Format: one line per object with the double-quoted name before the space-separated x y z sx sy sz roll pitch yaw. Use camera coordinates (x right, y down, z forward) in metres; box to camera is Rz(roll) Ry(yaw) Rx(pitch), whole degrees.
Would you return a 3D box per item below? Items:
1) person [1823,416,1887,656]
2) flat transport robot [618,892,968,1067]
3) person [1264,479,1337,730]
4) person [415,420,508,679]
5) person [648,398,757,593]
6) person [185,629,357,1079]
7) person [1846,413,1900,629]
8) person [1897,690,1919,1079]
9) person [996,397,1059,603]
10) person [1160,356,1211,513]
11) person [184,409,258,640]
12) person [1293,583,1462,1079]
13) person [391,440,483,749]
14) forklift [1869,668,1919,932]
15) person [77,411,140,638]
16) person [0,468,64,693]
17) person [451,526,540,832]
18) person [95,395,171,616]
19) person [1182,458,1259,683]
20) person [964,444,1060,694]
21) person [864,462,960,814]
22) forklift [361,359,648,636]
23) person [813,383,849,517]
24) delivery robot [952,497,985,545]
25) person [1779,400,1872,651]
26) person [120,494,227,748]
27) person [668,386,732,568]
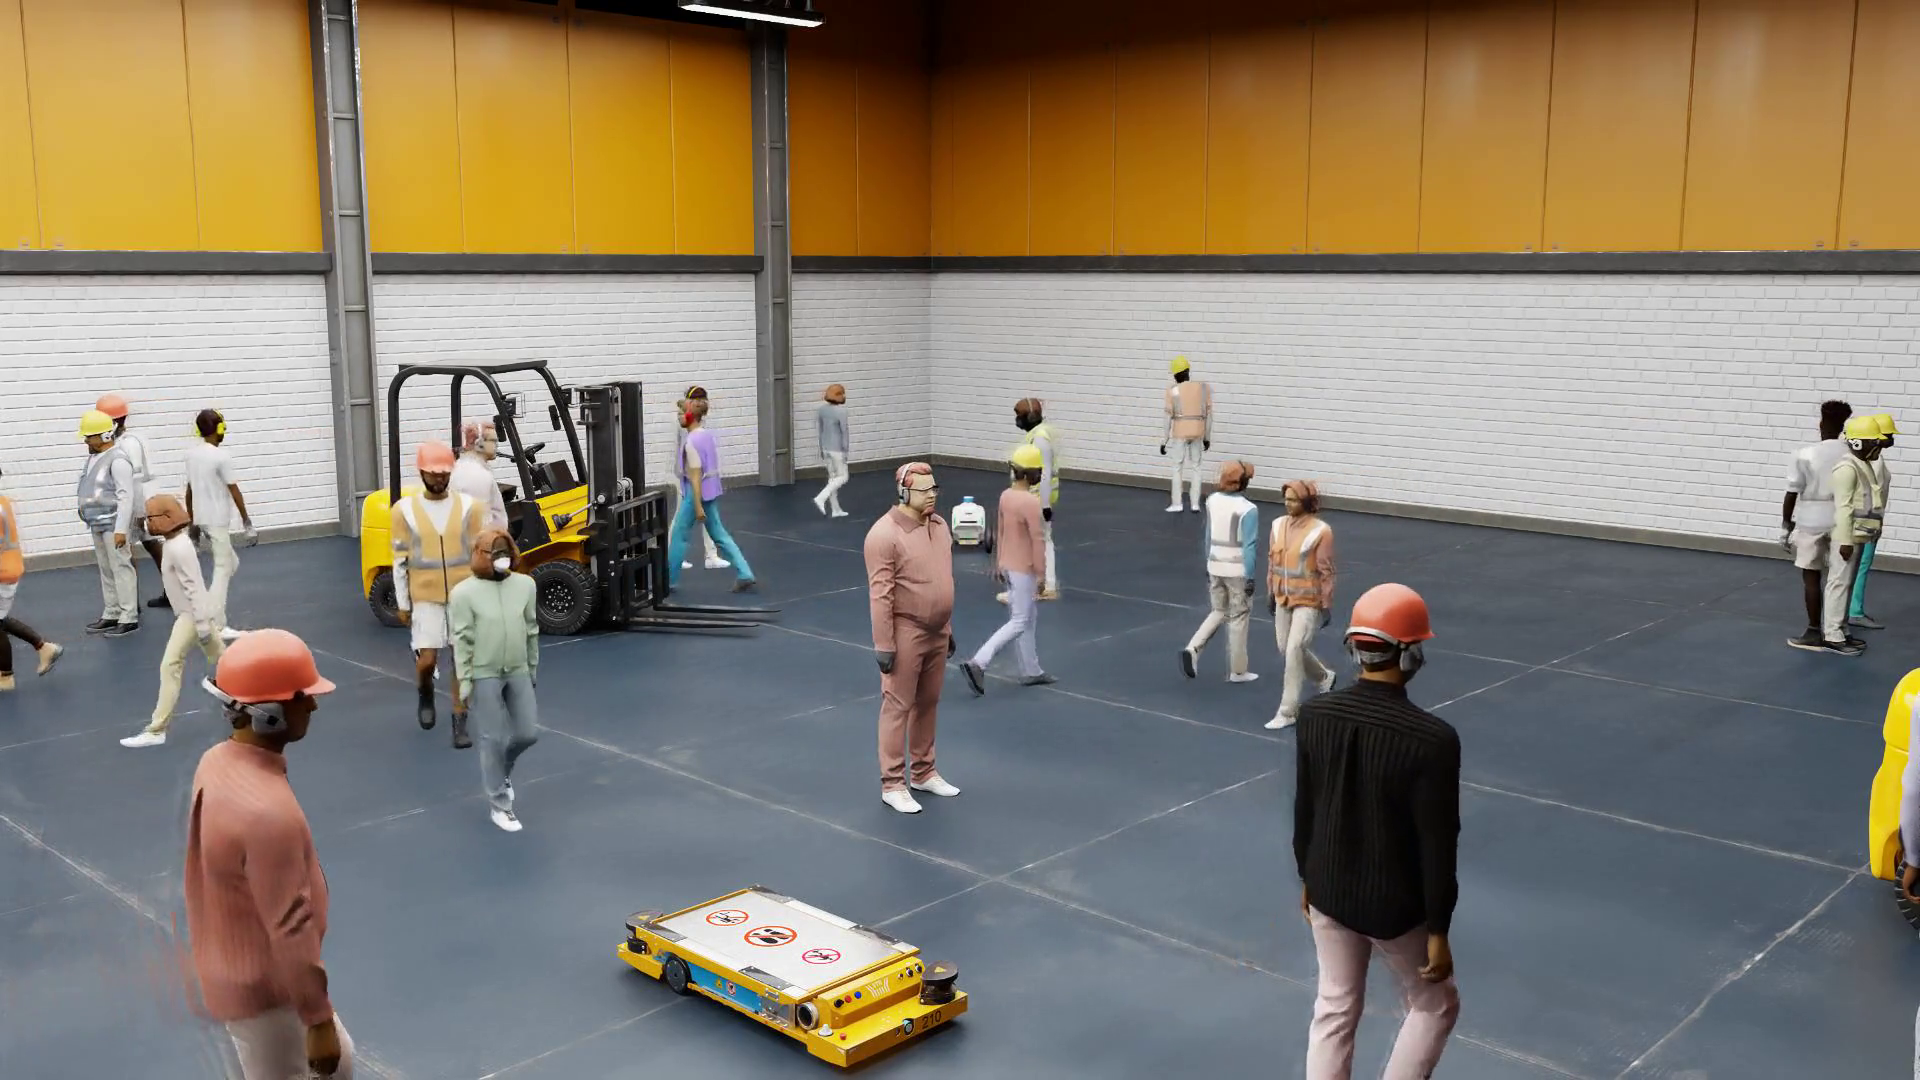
"person" 6.876 -0.042 12.804 0.404 1.835 0.588 7 12 37
"flat transport robot" -0.708 1.722 6.767 1.431 0.197 0.652 9 13 43
"person" 2.241 0.394 10.806 0.705 1.617 0.525 -6 11 -34
"person" -3.536 0.081 11.916 0.738 1.886 0.656 -4 10 -25
"person" -2.334 -0.388 15.045 0.996 1.804 0.564 2 9 11
"person" -1.874 1.215 4.655 0.511 1.976 0.657 -6 11 -33
"person" 7.524 -0.163 13.751 0.323 1.769 0.523 3 10 18
"person" 3.431 1.094 5.488 0.605 1.949 0.402 9 13 44
"person" 0.563 -0.353 14.755 0.663 1.823 0.638 0 9 2
"person" 2.740 -1.245 20.104 0.630 1.905 0.361 -2 9 -12
"person" -5.889 -0.118 13.238 0.556 1.846 0.434 7 11 35
"person" 1.315 1.117 5.252 0.537 1.974 0.641 -8 12 -39
"person" -3.215 0.325 10.304 0.551 1.924 0.534 -4 10 -25
"forklift" 5.205 0.723 7.013 2.313 2.155 1.214 9 13 43
"person" -6.864 -0.132 13.389 0.586 1.824 0.403 8 12 41
"person" -6.591 0.241 11.507 0.468 1.679 0.541 -4 10 -23
"person" -2.458 0.719 8.800 0.504 1.621 0.431 -8 12 -41
"person" -7.035 -0.297 14.205 0.672 1.889 0.575 -6 11 -32
"person" 1.874 0.233 11.735 0.549 1.623 0.528 -6 11 -33
"person" 0.360 0.205 11.574 0.754 1.748 0.537 -4 10 -25
"person" -0.232 0.521 9.130 0.409 1.907 0.651 6 11 35
"forklift" -3.850 -0.407 13.936 2.313 2.155 1.214 2 9 11
"person" -1.528 -1.046 19.631 0.502 1.618 0.524 9 13 44
"delivery robot" 0.087 -0.211 17.465 0.477 0.478 0.707 0 9 0
"person" 6.705 -0.108 12.886 0.656 1.939 0.423 1 9 8
"person" -4.787 0.475 10.445 0.920 1.569 0.511 -5 10 -26
"person" -2.570 -0.598 16.243 0.835 1.814 0.559 3 10 20
